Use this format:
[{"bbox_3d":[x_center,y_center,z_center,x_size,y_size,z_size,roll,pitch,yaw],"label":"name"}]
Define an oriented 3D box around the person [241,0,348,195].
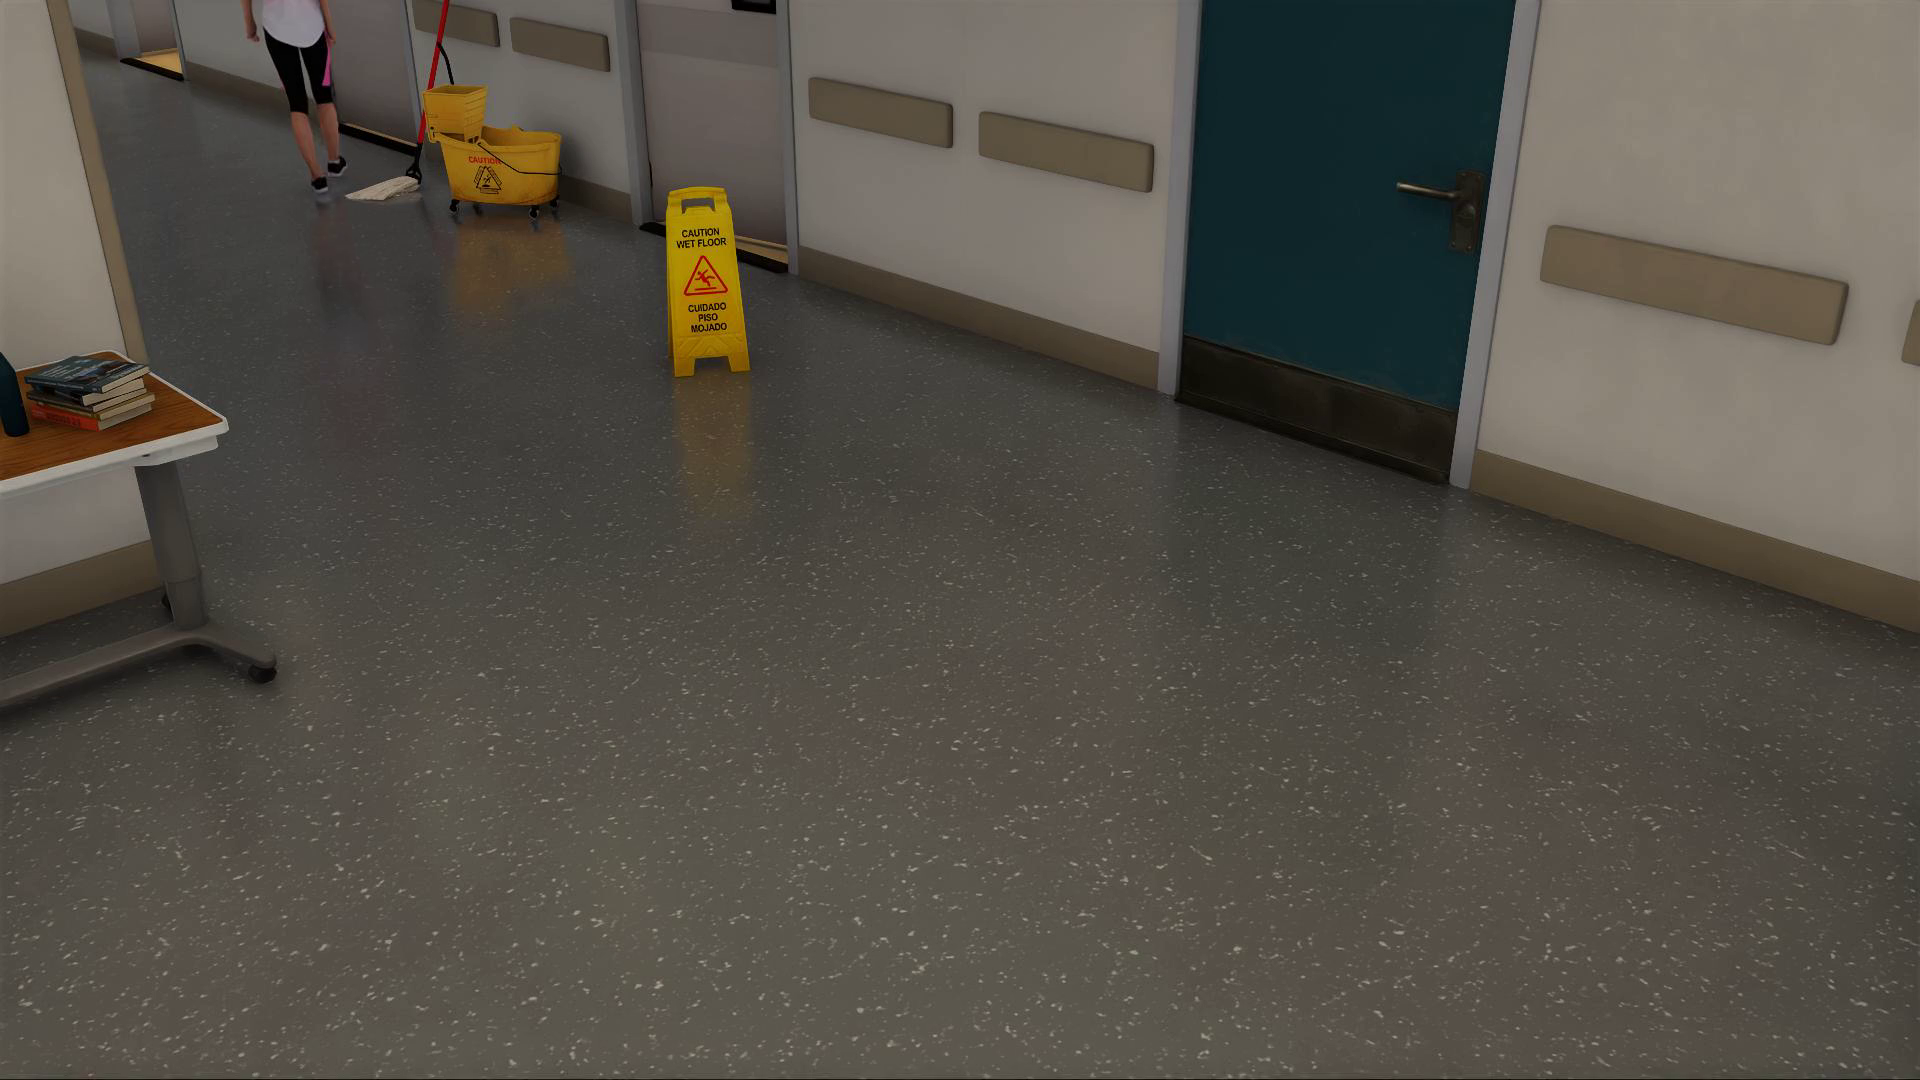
[{"bbox_3d":[-3.781,-2.851,9.429,0.853,1.773,0.959,-7,27,-15],"label":"person"}]
